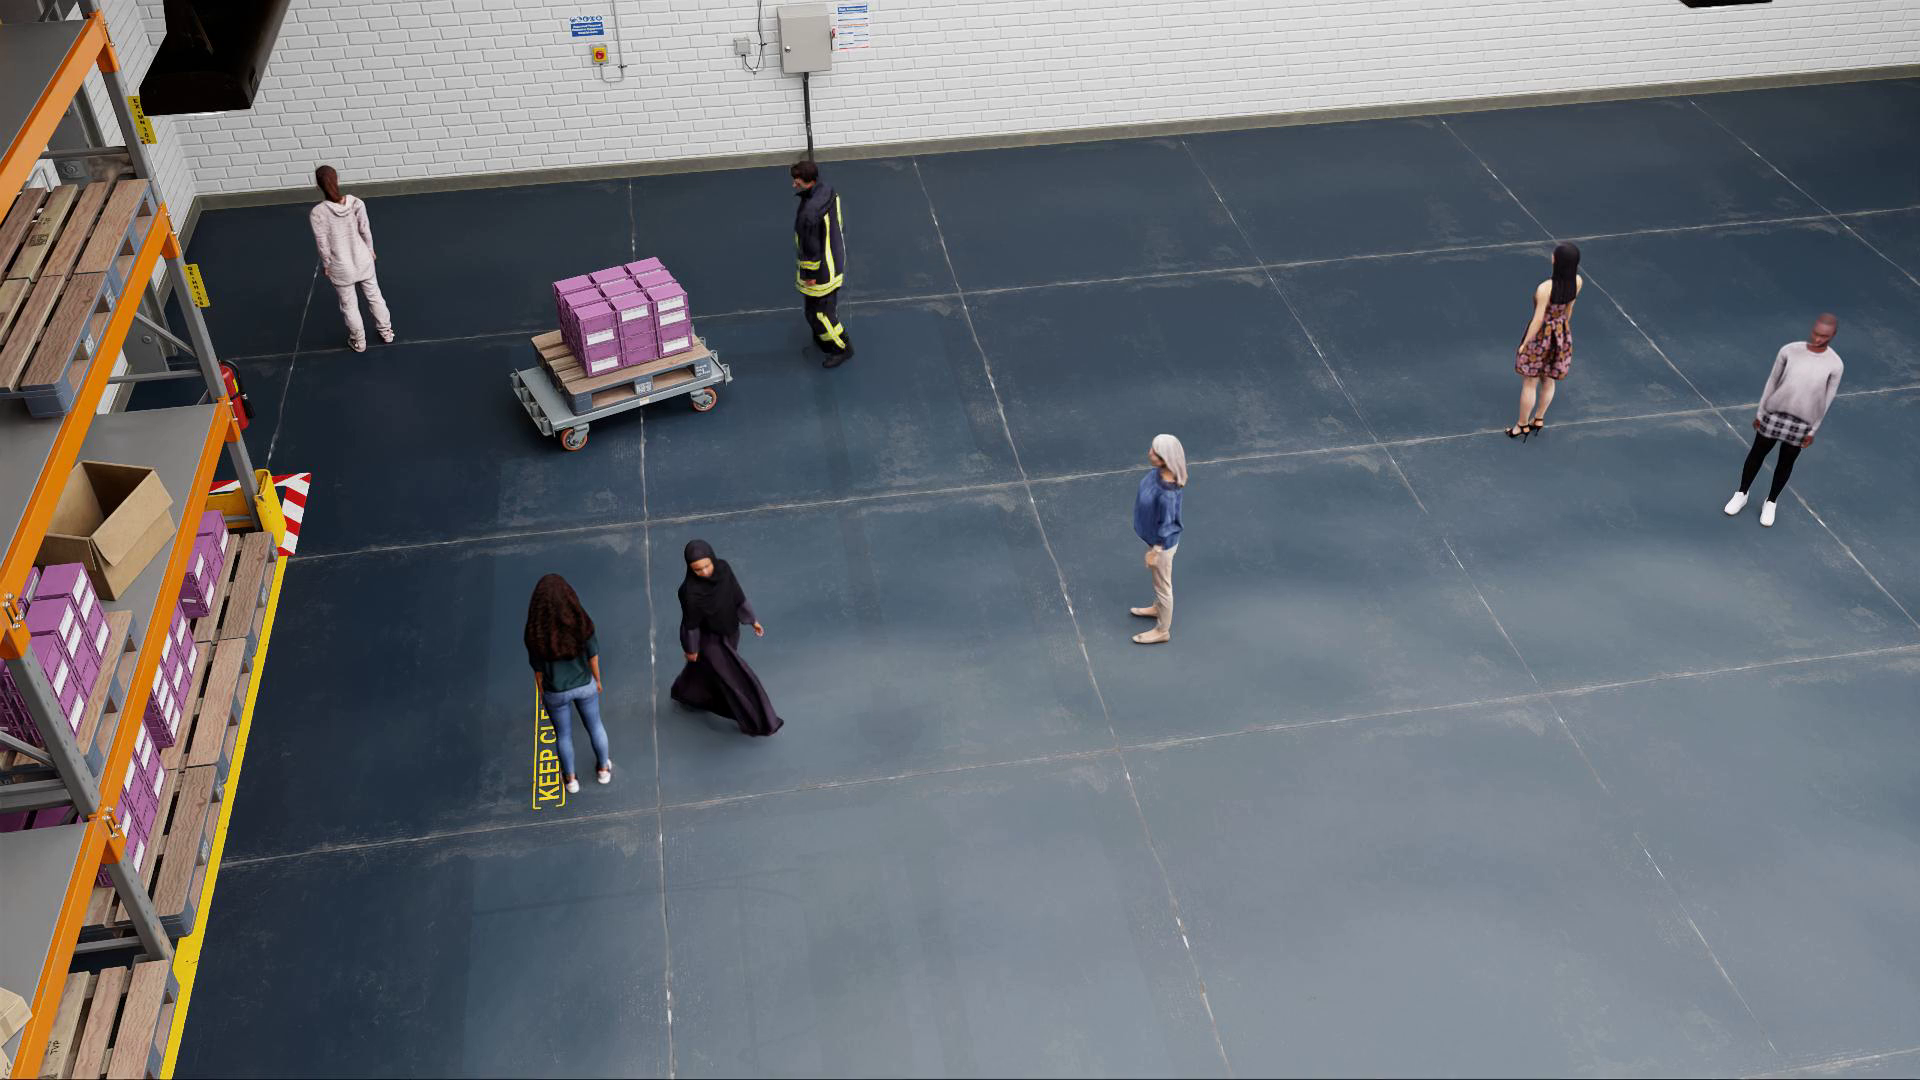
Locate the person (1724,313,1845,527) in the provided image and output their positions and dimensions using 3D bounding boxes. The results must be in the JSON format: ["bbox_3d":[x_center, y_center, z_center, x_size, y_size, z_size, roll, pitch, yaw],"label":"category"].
[{"bbox_3d":[6.197,-0.924,12.425,0.692,1.774,0.744,22,44,25],"label":"person"}]

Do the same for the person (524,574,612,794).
[{"bbox_3d":[-2.414,0.897,10.274,0.633,1.612,0.634,-14,41,-17],"label":"person"}]

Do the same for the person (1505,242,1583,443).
[{"bbox_3d":[4.655,-1.572,13.237,0.739,1.773,0.757,-16,41,-19],"label":"person"}]

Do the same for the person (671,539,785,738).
[{"bbox_3d":[-1.652,0.567,10.708,1.044,1.587,1.112,14,41,17],"label":"person"}]

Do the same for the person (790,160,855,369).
[{"bbox_3d":[-1.173,-2.388,14.154,1.079,1.903,0.958,21,43,24],"label":"person"}]

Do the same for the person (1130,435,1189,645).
[{"bbox_3d":[1.380,-0.025,11.355,0.718,1.703,0.572,2,39,2],"label":"person"}]

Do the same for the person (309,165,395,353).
[{"bbox_3d":[-5.281,-2.426,14.373,0.726,1.691,0.723,-25,45,-28],"label":"person"}]
